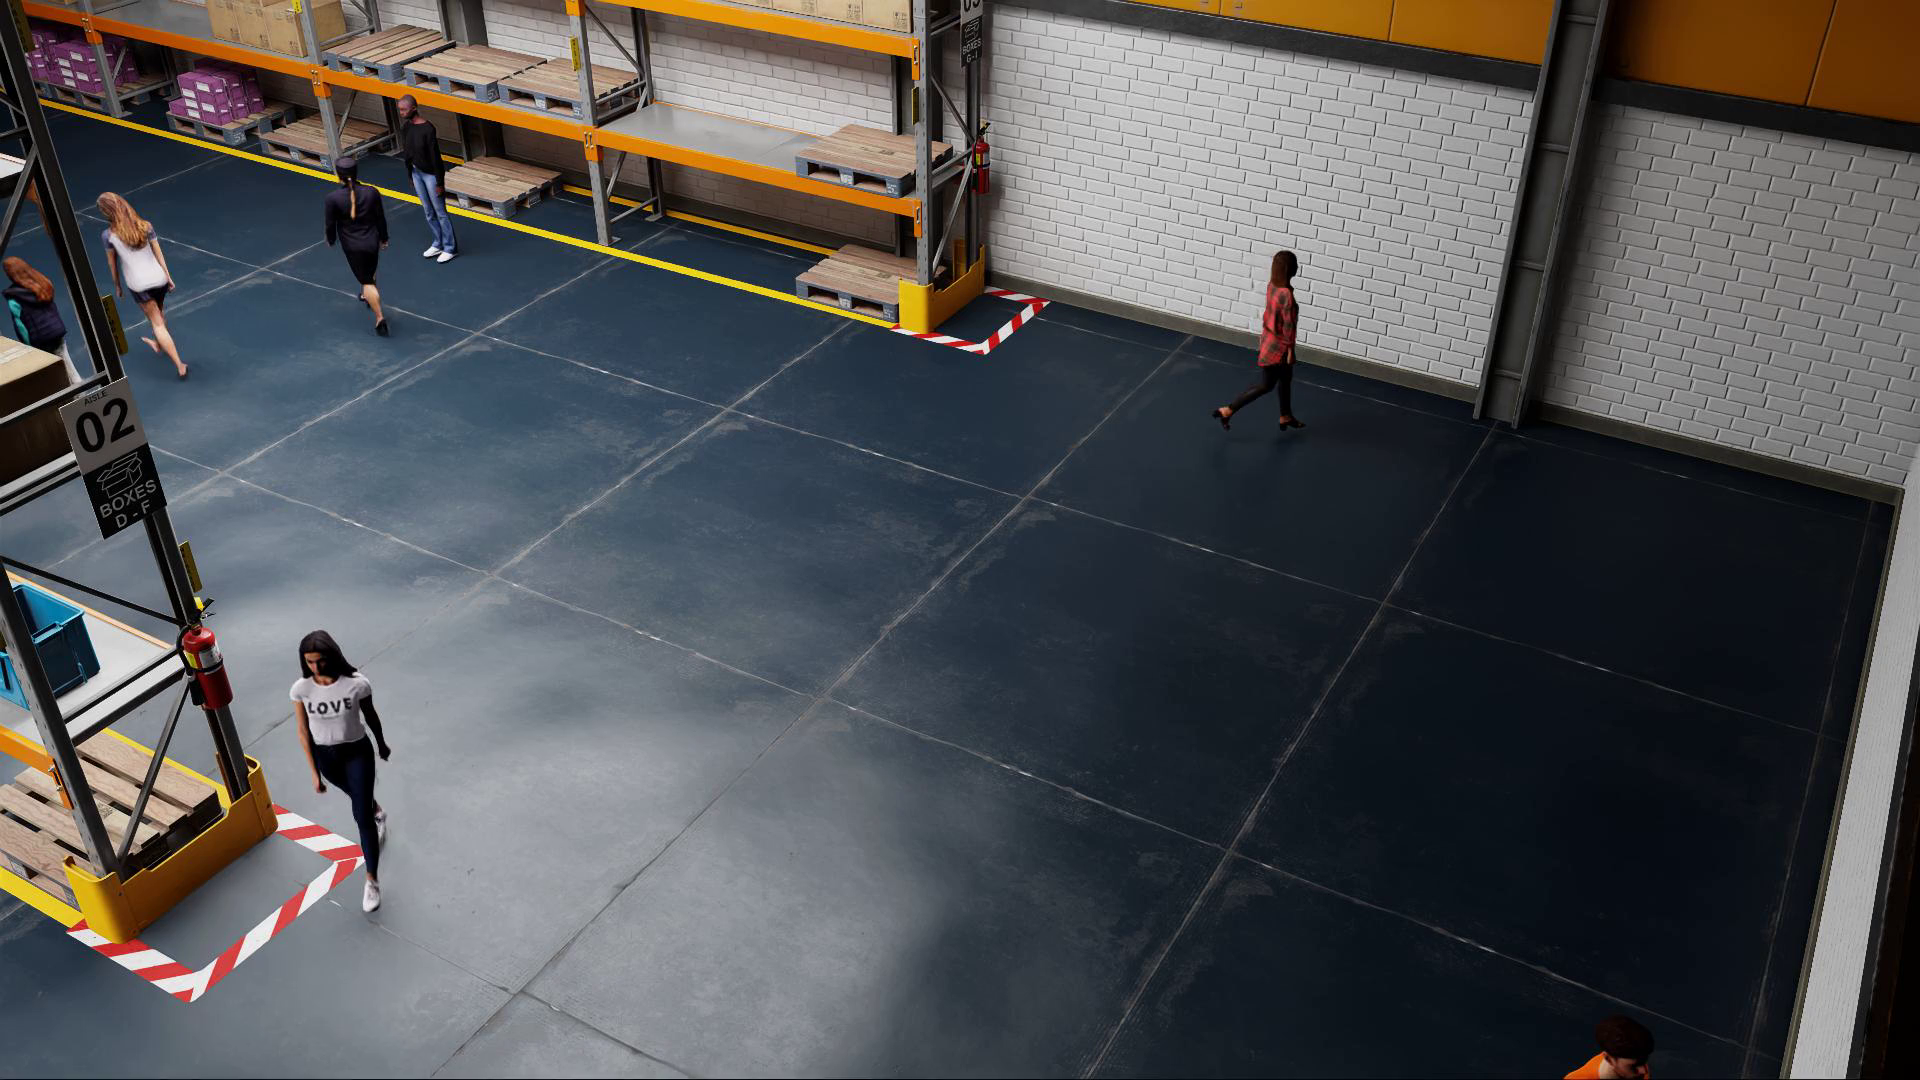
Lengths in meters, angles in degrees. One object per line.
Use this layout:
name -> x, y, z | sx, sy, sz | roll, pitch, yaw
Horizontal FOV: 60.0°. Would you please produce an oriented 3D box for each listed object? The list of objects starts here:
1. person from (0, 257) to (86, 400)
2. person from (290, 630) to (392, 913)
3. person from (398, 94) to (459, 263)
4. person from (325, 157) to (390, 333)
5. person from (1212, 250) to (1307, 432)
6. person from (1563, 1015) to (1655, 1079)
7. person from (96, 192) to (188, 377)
person -> -7.826, -1.724, 14.325 | 0.896, 1.467, 0.615 | 16, 37, 22
person -> -3.579, 1.208, 9.681 | 1.100, 1.726, 1.062 | -4, 34, -6
person -> -5.470, -3.743, 17.113 | 0.489, 1.744, 0.659 | 16, 37, 23
person -> -5.640, -2.736, 15.702 | 0.923, 1.630, 1.154 | -25, 41, -32
person -> 2.585, -1.604, 13.958 | 1.159, 1.673, 1.023 | -4, 34, -6
person -> 2.688, 2.734, 7.237 | 0.774, 1.889, 0.767 | -23, 40, -30
person -> -7.256, -2.260, 14.948 | 0.838, 1.670, 1.101 | -21, 39, -28
